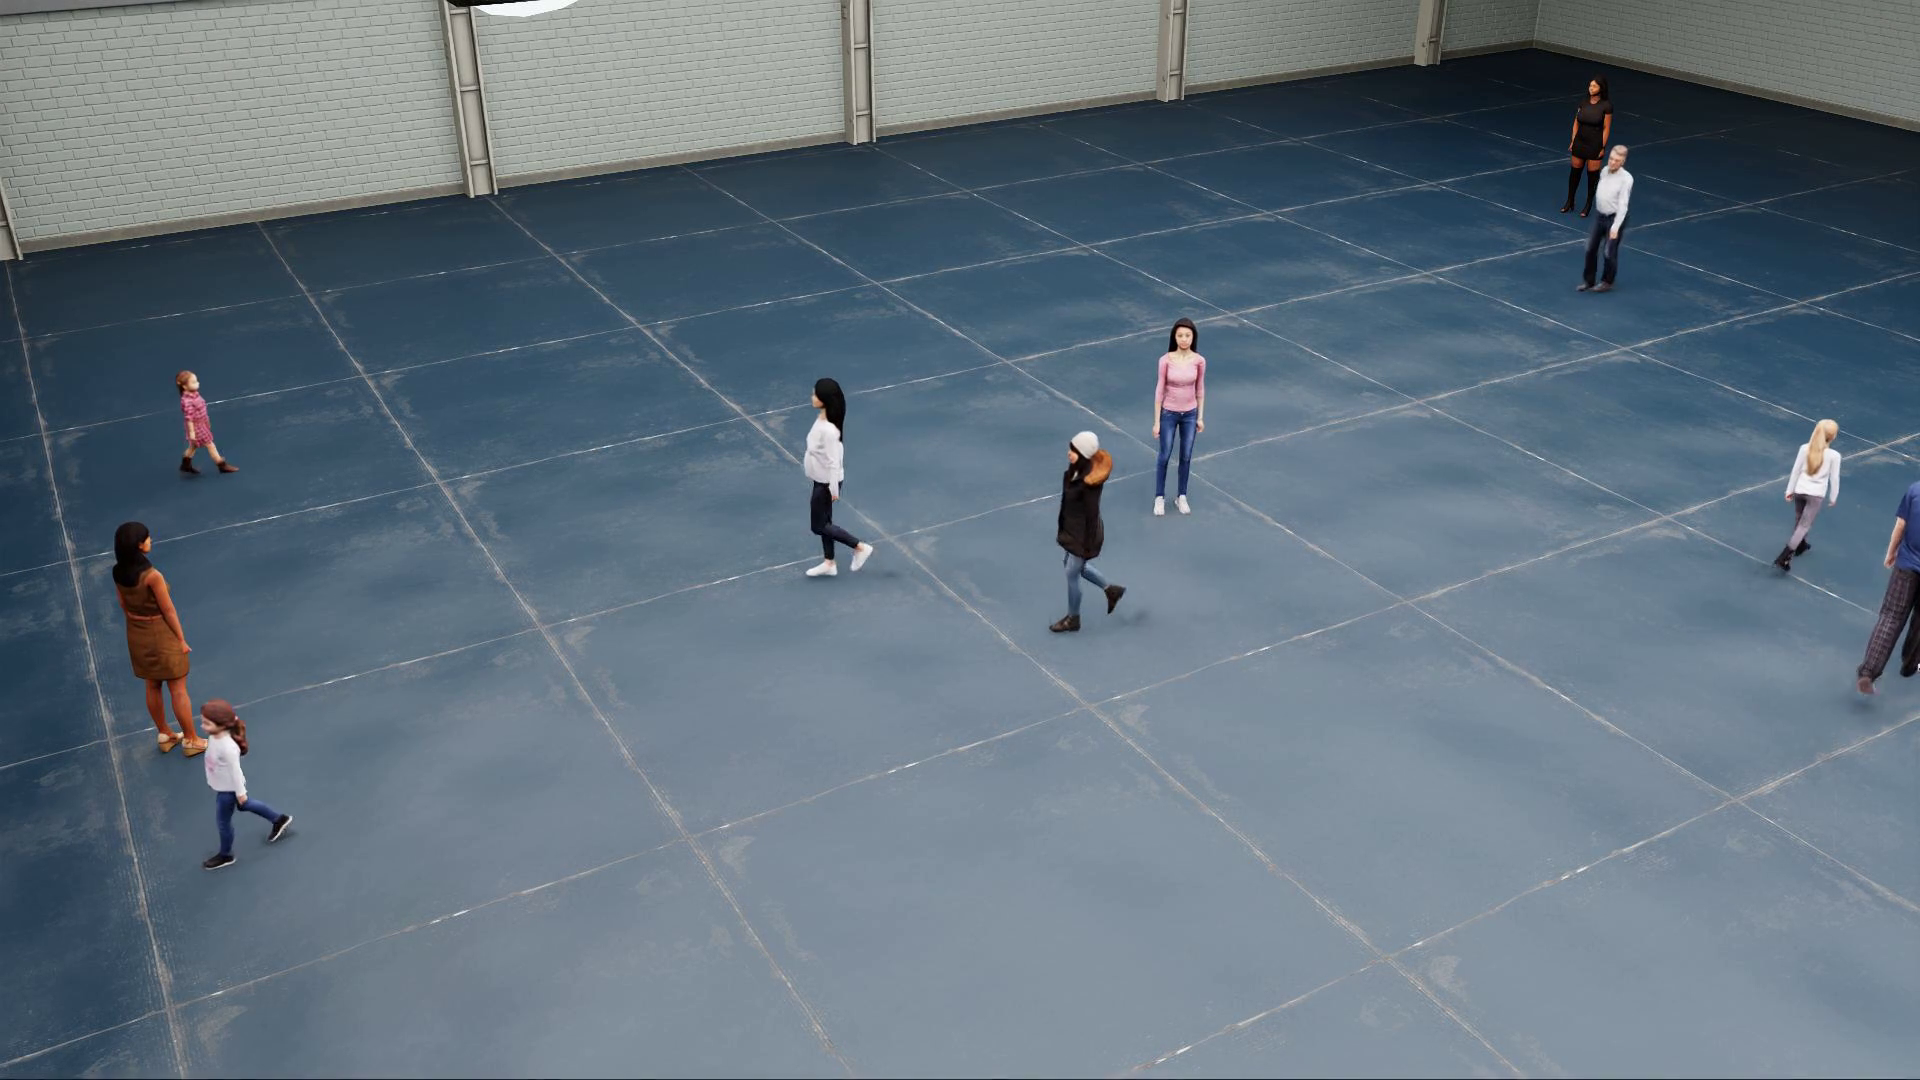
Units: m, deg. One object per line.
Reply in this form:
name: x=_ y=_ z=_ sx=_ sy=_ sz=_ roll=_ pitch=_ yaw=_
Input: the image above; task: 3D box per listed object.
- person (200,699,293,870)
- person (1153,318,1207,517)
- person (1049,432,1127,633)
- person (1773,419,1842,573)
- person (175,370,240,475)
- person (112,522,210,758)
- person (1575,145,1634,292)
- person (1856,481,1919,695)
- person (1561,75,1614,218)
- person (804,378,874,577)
person: x=-4.342 y=1.427 z=9.995 sx=0.809 sy=1.092 sz=0.512 roll=-20 pitch=33 yaw=-33
person: x=1.858 y=-1.051 z=14.097 sx=0.584 sy=1.742 sz=0.714 roll=-1 pitch=27 yaw=-3
person: x=0.966 y=-0.064 z=12.311 sx=0.927 sy=1.622 sz=0.793 roll=-5 pitch=28 yaw=-10
person: x=6.734 y=-0.340 z=13.242 sx=0.931 sy=1.261 sz=0.593 roll=-20 pitch=33 yaw=-33
person: x=-6.868 y=-1.036 z=14.869 sx=0.776 sy=1.008 sz=0.575 roll=-5 pitch=28 yaw=-9
person: x=-5.241 y=0.658 z=10.842 sx=0.643 sy=1.684 sz=0.685 roll=10 pitch=29 yaw=18
person: x=7.531 y=-3.710 z=19.234 sx=0.782 sy=1.767 sz=0.661 roll=-10 pitch=29 yaw=-19
person: x=6.602 y=0.251 z=11.464 sx=0.865 sy=1.838 sz=1.206 roll=24 pitch=36 yaw=38
person: x=8.368 y=-5.248 z=22.125 sx=0.667 sy=1.854 sz=0.698 roll=-23 pitch=35 yaw=-37
person: x=-0.966 y=-0.469 z=13.027 sx=0.864 sy=1.688 sz=0.762 roll=-4 pitch=28 yaw=-8
